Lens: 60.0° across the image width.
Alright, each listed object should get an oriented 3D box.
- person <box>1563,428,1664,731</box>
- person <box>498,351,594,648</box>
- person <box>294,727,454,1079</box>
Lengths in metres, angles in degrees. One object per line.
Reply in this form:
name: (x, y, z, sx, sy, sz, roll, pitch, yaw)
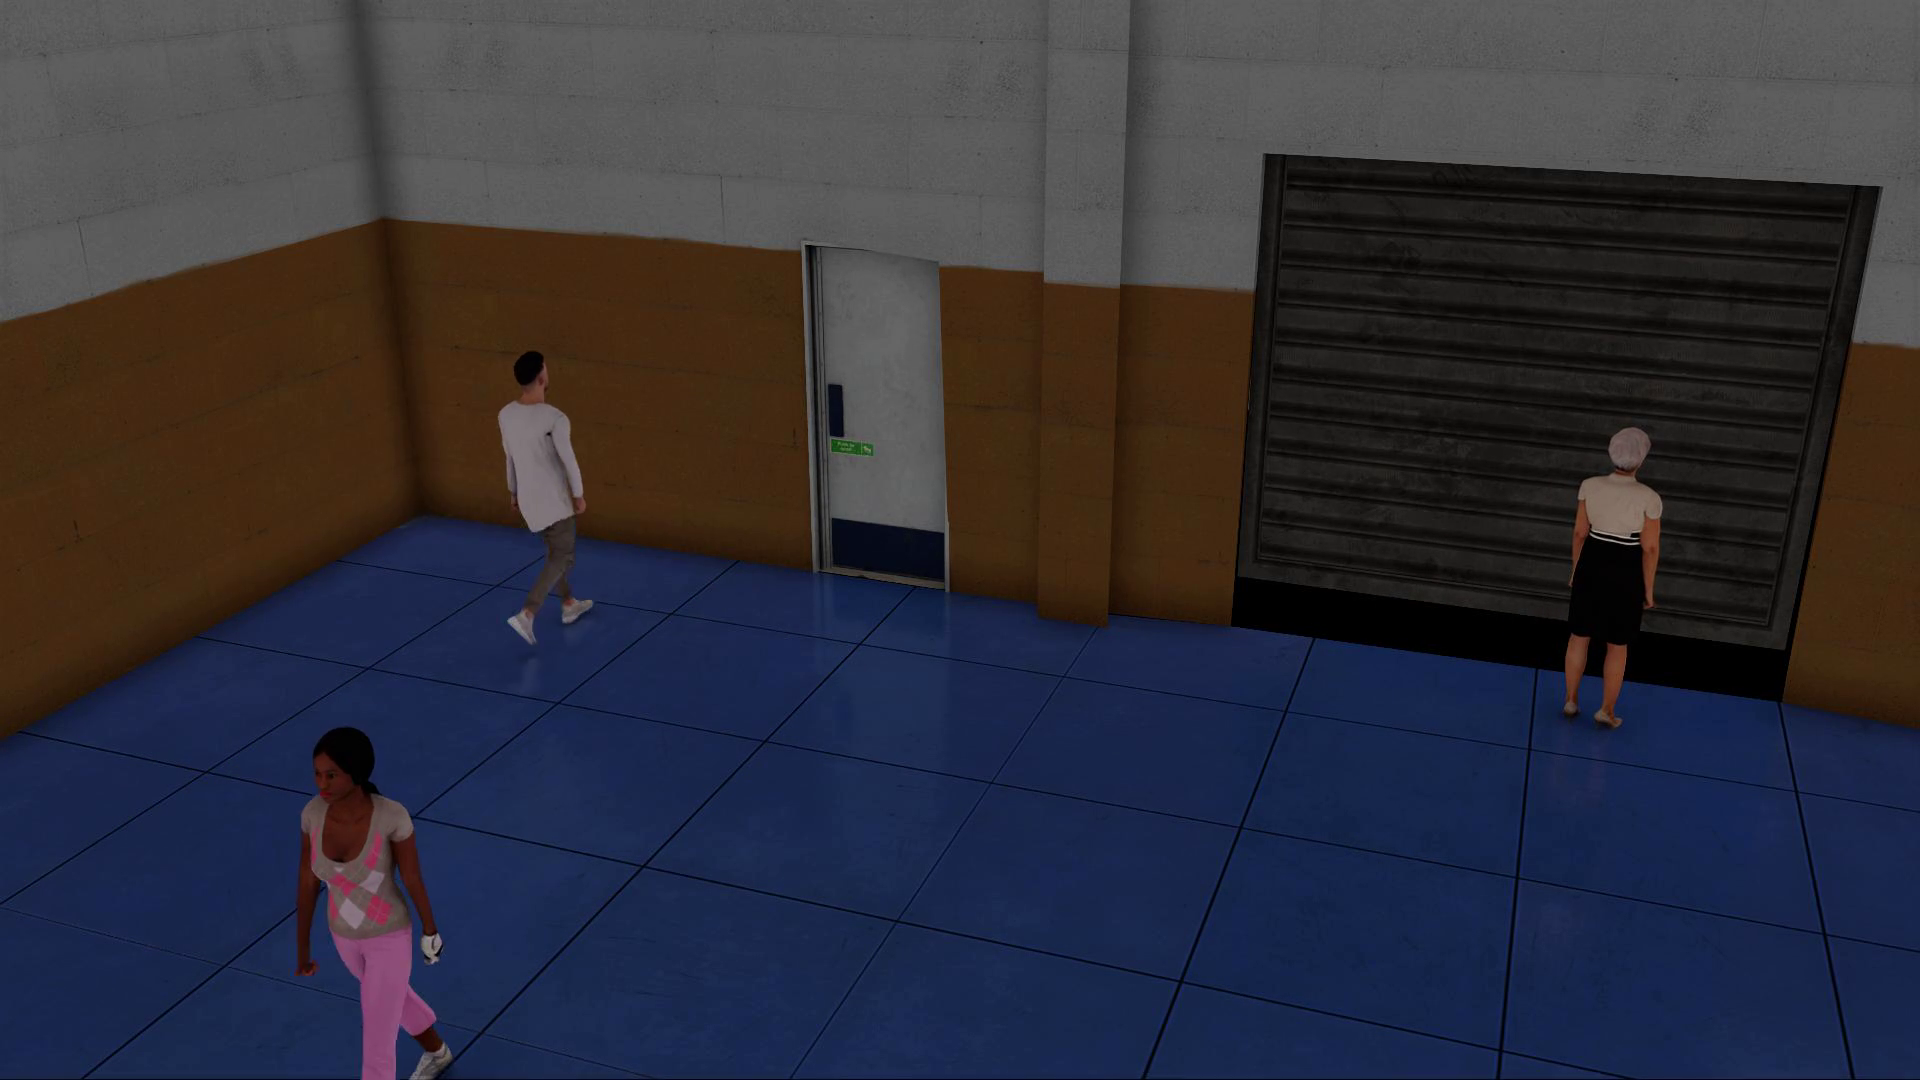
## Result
person: (3.551, 0.227, 9.100, 0.589, 1.756, 0.747, 17, 28, 36)
person: (-2.564, -0.235, 10.165, 1.062, 1.819, 0.850, 11, 24, 26)
person: (-2.120, 1.448, 6.151, 1.102, 1.690, 0.751, 5, 23, 13)
